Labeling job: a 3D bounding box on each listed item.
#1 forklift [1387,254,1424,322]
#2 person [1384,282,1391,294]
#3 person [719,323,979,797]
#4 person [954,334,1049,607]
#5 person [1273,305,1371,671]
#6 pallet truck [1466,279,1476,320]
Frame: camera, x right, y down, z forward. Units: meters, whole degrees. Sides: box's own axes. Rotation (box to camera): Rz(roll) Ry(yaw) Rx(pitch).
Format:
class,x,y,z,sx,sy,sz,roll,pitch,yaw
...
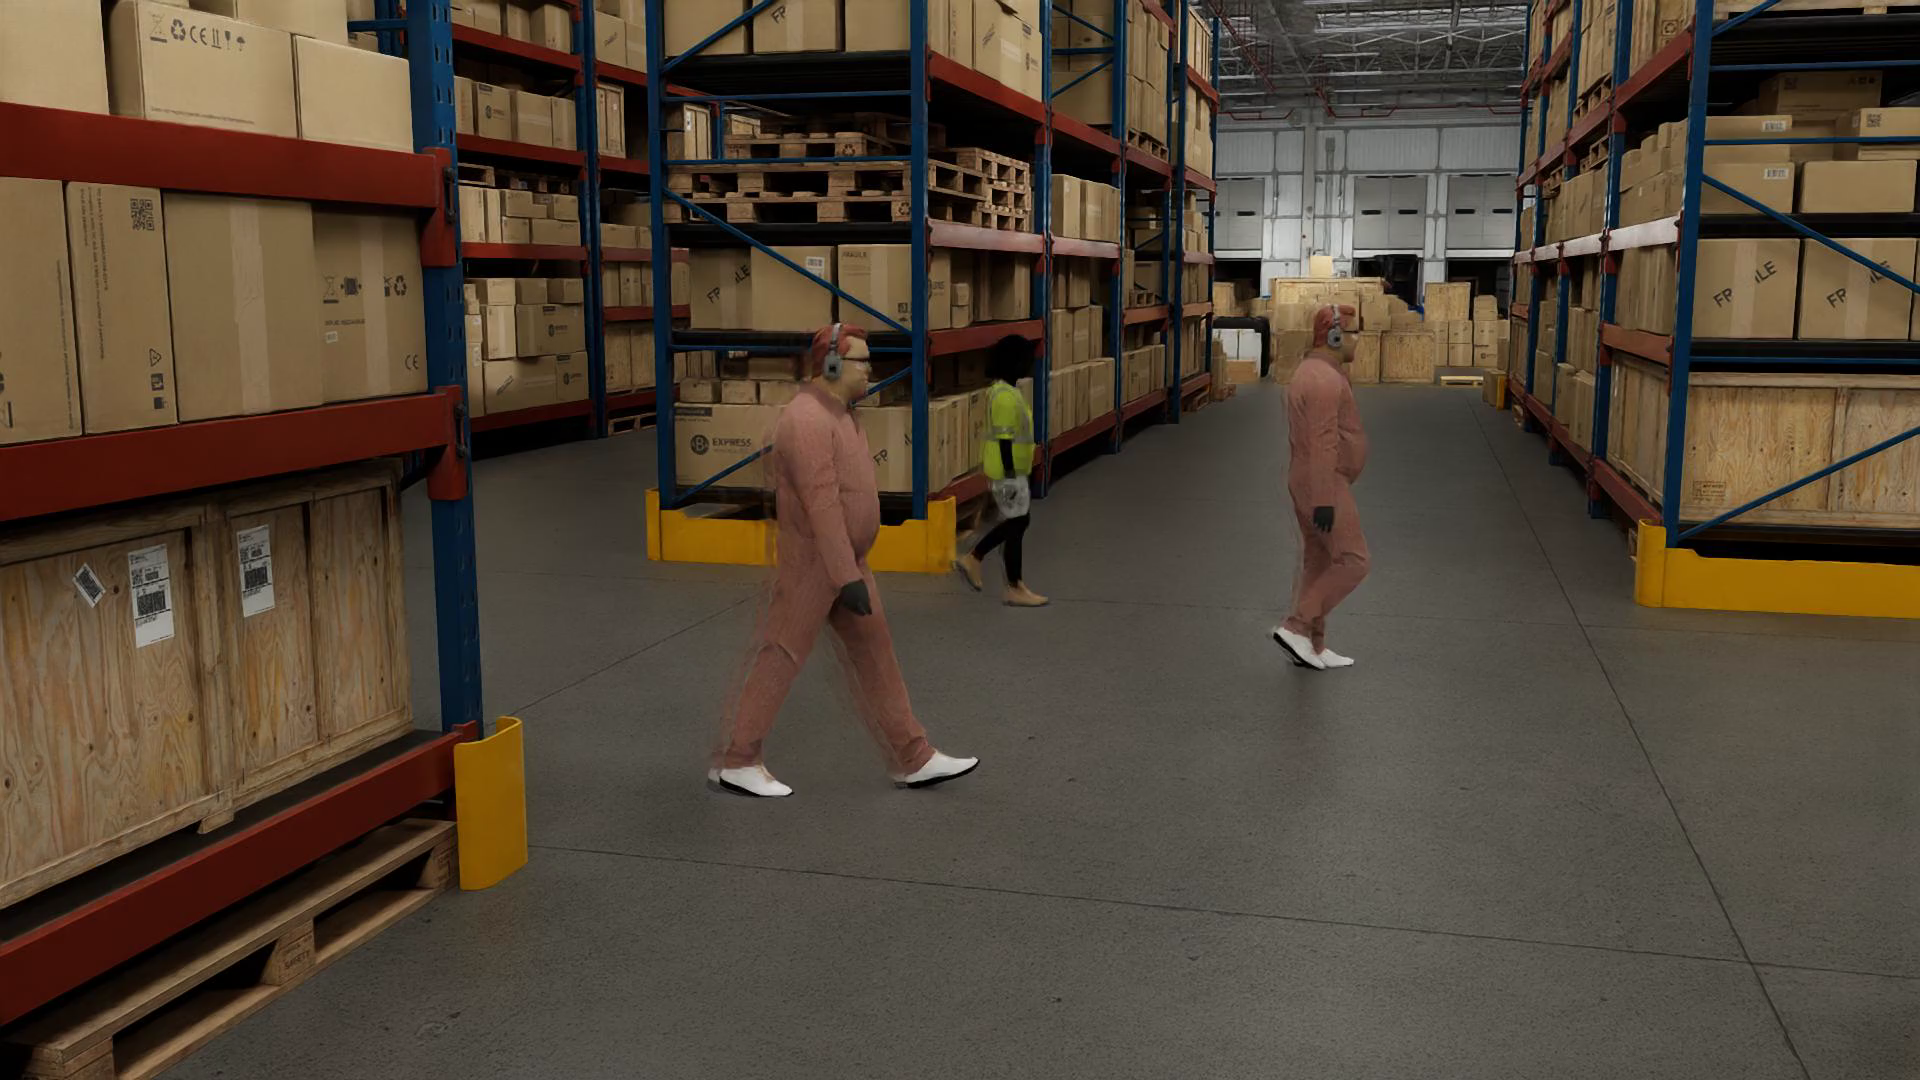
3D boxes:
class,x,y,z,sx,sy,sz,roll,pitch,yaw
forklift,14.644,-8.103,55.253,1.129,2.768,1.873,-2,9,-11
person,12.699,-6.706,49.437,0.831,1.904,0.579,2,9,13
person,-0.482,0.097,6.426,1.013,1.852,0.659,2,9,13
person,0.267,-0.421,10.213,0.516,1.684,0.550,1,9,5
person,1.887,-0.250,8.495,0.434,1.887,0.667,1,9,6
pallet truck,18.896,-8.459,60.307,1.885,1.965,0.823,5,10,31
